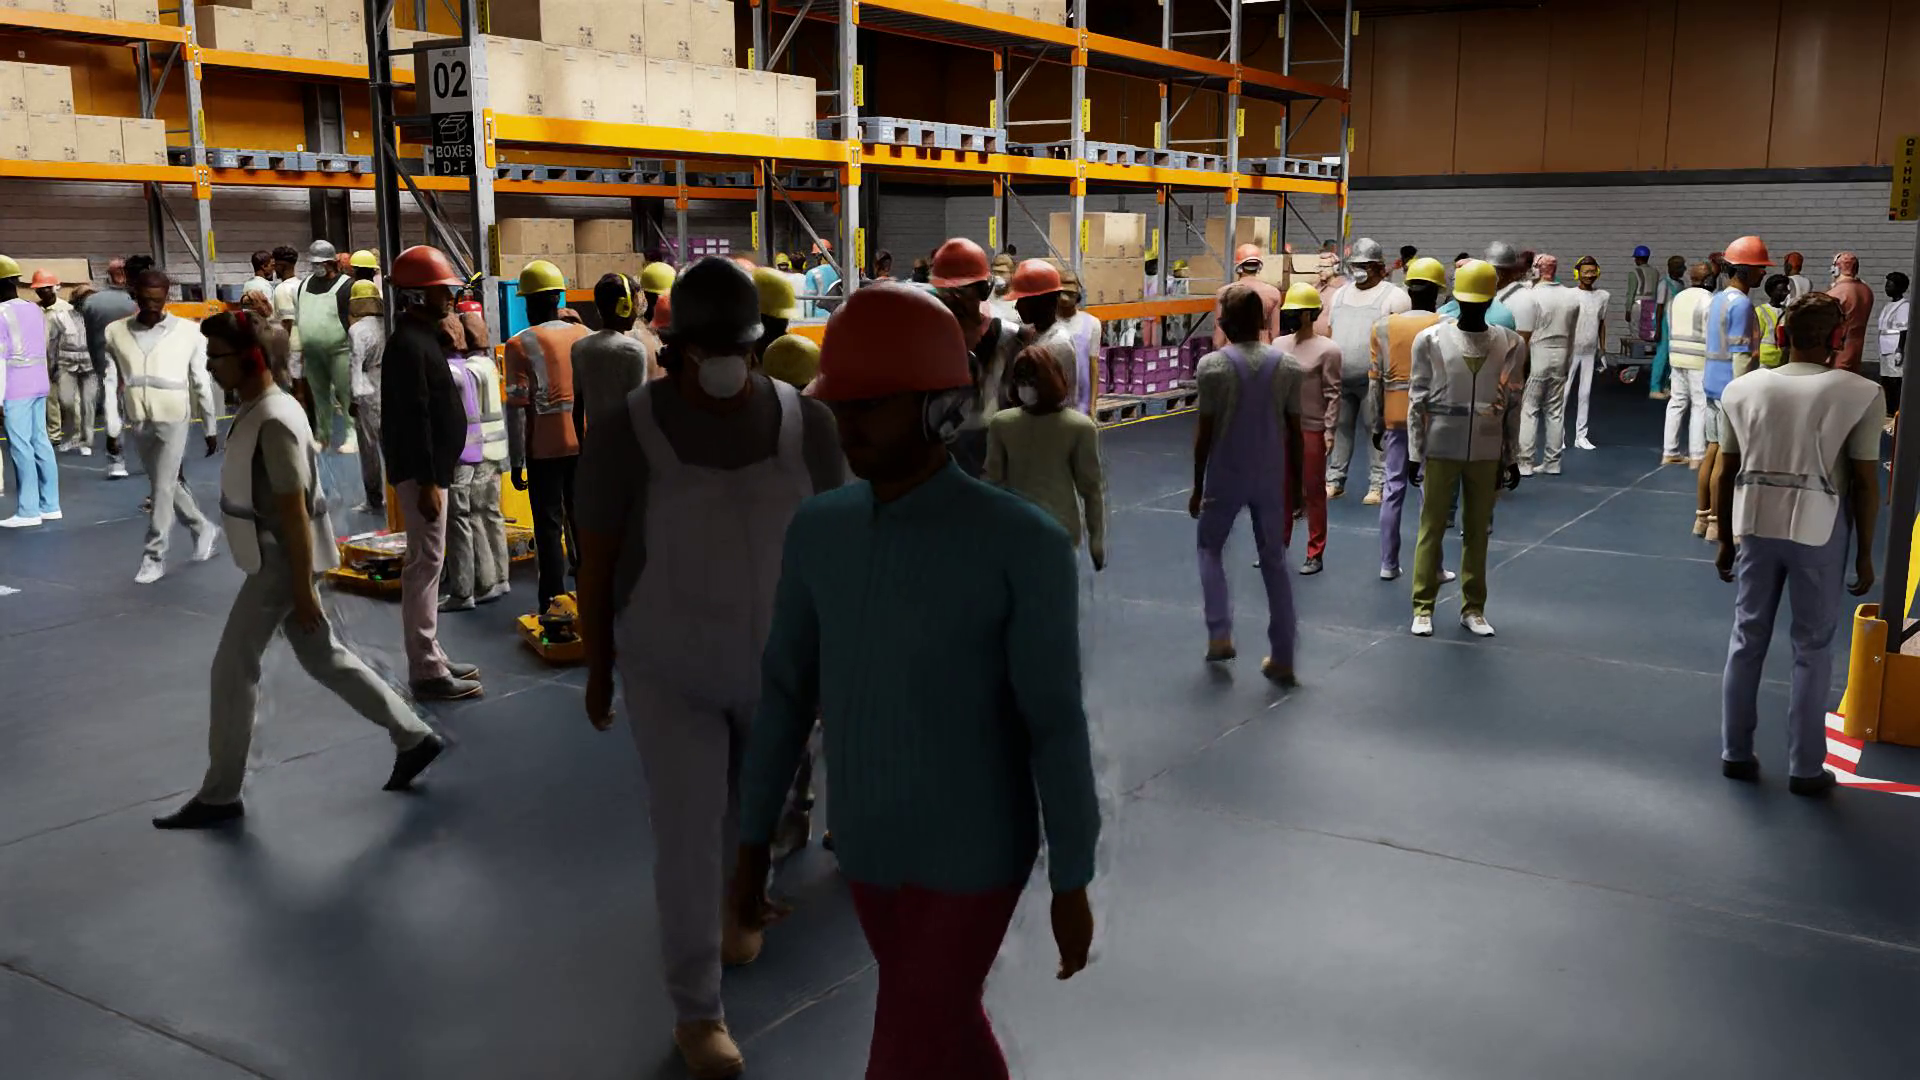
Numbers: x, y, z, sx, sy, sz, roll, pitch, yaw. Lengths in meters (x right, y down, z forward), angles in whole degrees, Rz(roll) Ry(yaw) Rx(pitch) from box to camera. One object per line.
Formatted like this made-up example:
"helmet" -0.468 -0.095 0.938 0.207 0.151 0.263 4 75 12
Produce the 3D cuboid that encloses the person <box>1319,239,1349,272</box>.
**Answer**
"person" 5.948 -3.839 26.905 0.537 2.000 0.689 -3 11 -17

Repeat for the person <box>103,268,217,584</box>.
"person" -4.842 -0.721 10.141 0.609 1.868 0.921 0 10 -1

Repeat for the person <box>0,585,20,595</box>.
"person" -5.753 -0.423 9.205 0.525 1.615 0.779 7 12 34

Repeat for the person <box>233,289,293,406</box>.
"person" -5.596 -1.188 13.342 0.507 1.632 0.268 2 10 9

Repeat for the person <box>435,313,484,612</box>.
"person" -2.769 -0.427 9.136 0.320 1.631 0.523 0 10 -2

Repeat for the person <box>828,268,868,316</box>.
"person" -1.142 -2.178 18.079 0.598 1.908 0.402 -4 11 -22

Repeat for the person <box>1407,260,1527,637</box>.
"person" 2.576 -0.455 8.491 0.584 1.919 0.382 1 10 3

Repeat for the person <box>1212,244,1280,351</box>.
"person" 2.560 -1.650 14.933 0.615 1.987 0.407 -2 10 -9

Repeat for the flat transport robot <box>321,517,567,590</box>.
"flat transport robot" -3.139 0.066 10.171 0.652 0.197 1.431 7 12 34

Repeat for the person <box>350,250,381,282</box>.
"person" -6.003 -1.952 16.794 0.390 1.920 0.587 -8 13 -37

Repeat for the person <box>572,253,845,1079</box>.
"person" -0.634 0.242 4.292 0.691 2.000 0.882 -4 11 -23

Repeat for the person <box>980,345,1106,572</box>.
"person" 0.300 0.008 6.815 0.496 1.590 0.808 7 12 34

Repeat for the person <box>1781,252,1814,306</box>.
"person" 9.980 -2.513 20.013 0.585 1.877 0.361 -5 11 -27

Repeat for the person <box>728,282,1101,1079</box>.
"person" -0.151 0.545 2.859 0.657 1.938 1.019 9 14 41

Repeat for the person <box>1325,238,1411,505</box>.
"person" 3.073 -1.290 12.780 0.678 2.000 0.537 8 13 39

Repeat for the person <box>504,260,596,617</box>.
"person" -2.130 -0.492 8.712 0.393 1.919 0.582 9 13 40

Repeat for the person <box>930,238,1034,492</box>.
"person" 0.020 -0.298 7.318 0.611 2.032 0.411 4 11 21

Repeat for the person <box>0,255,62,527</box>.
"person" -6.688 -1.051 11.797 0.397 1.920 0.586 0 10 2

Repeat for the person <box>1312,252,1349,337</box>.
"person" 3.742 -1.973 16.979 0.397 1.899 0.639 -6 12 -31

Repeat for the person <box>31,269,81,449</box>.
"person" -8.794 -1.750 16.149 0.572 1.745 0.362 1 10 6

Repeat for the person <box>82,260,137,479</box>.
"person" -7.181 -1.475 14.343 0.632 1.848 0.962 -3 11 -16

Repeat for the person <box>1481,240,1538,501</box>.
"person" 4.109 -1.309 12.883 0.539 2.000 0.690 -4 11 -23

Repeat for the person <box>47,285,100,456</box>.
"person" -8.273 -1.593 15.643 0.540 1.616 0.323 -5 12 -28

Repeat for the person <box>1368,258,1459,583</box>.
"person" 2.703 -0.695 9.821 0.584 1.918 0.383 7 13 35

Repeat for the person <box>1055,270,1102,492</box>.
"person" 0.719 -0.968 11.613 0.508 1.826 0.538 0 10 -2

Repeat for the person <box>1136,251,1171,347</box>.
"person" 2.736 -3.149 23.543 0.604 1.880 0.647 -7 13 -35

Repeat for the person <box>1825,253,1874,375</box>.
"person" 8.251 -1.737 15.645 0.637 1.903 0.403 -7 12 -33

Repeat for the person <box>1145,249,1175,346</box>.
"person" 3.123 -3.533 25.634 0.541 1.893 0.654 -7 12 -34

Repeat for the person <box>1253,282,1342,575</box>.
"person" 2.062 -0.673 10.120 0.323 1.769 0.523 -9 14 -42

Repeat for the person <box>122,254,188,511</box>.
"person" -6.059 -1.171 12.511 0.419 1.931 0.640 -4 11 -21

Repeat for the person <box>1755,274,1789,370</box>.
"person" 7.822 -1.713 16.075 0.536 1.696 0.322 -4 11 -22

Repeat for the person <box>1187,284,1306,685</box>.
"person" 1.319 -0.256 7.673 0.558 1.814 0.590 -2 10 -9

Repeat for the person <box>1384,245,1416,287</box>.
"person" 6.255 -3.175 23.478 0.606 1.956 0.399 9 13 40

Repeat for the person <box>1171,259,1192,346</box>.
"person" 3.290 -3.308 24.812 0.312 1.736 0.483 -2 10 -11

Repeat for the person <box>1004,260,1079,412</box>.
"person" 0.413 -0.463 8.526 0.389 1.925 0.550 -1 10 -6

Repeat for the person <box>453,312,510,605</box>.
"person" -2.691 -0.459 9.318 0.320 1.626 0.531 0 10 0

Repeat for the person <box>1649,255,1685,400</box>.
"person" 9.026 -2.697 21.157 0.545 1.829 0.368 -8 13 -36

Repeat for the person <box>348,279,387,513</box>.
"person" -4.377 -1.066 12.394 0.320 1.732 0.494 4 11 19

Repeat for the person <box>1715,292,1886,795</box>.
"person" 3.050 0.016 6.117 0.395 1.836 0.561 -10 14 -43

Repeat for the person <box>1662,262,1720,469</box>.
"person" 6.558 -1.553 14.821 0.431 1.834 0.622 -3 11 -17

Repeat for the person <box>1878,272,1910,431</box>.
"person" 9.939 -2.002 17.704 0.320 1.690 0.536 1 10 7

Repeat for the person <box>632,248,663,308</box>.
"person" -3.732 -2.483 19.706 0.659 1.922 0.769 2 11 13

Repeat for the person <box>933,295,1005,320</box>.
"person" -0.011 -0.987 11.102 0.690 2.000 1.065 -3 11 -14

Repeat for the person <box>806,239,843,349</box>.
"person" -1.755 -2.892 21.688 0.605 2.034 0.422 -7 12 -34

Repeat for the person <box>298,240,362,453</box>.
"person" -6.024 -1.840 15.828 0.679 2.000 0.535 3 11 15

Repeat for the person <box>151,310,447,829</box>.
"person" -2.333 0.087 5.844 0.961 1.800 0.582 -5 11 -24

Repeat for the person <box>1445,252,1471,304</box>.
"person" 7.200 -3.216 23.970 0.549 1.852 0.490 -2 10 -12

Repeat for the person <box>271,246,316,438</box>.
"person" -6.685 -1.958 16.686 0.361 1.963 0.612 0 10 2

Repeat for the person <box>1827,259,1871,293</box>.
"person" 10.487 -2.430 19.678 0.564 1.835 0.397 -3 11 -15

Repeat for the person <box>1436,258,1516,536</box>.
"person" 3.473 -0.976 11.448 0.400 1.898 0.648 -7 13 -35

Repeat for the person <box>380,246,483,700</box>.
"person" -2.355 -0.294 7.383 0.378 1.996 0.610 -3 11 -16

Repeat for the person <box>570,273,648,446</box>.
"person" -1.683 -0.382 8.241 0.519 1.865 0.327 6 12 31

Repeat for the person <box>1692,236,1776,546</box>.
"person" 5.161 -0.986 11.083 0.373 2.043 0.615 2 10 9

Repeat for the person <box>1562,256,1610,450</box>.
"person" 6.008 -1.799 16.068 0.519 1.873 0.335 0 10 -2

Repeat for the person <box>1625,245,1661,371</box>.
"person" 10.522 -3.571 25.714 0.597 1.939 0.413 -5 11 -26

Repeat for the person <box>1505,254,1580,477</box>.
"person" 4.970 -1.489 14.278 0.644 1.901 0.399 -4 11 -20
